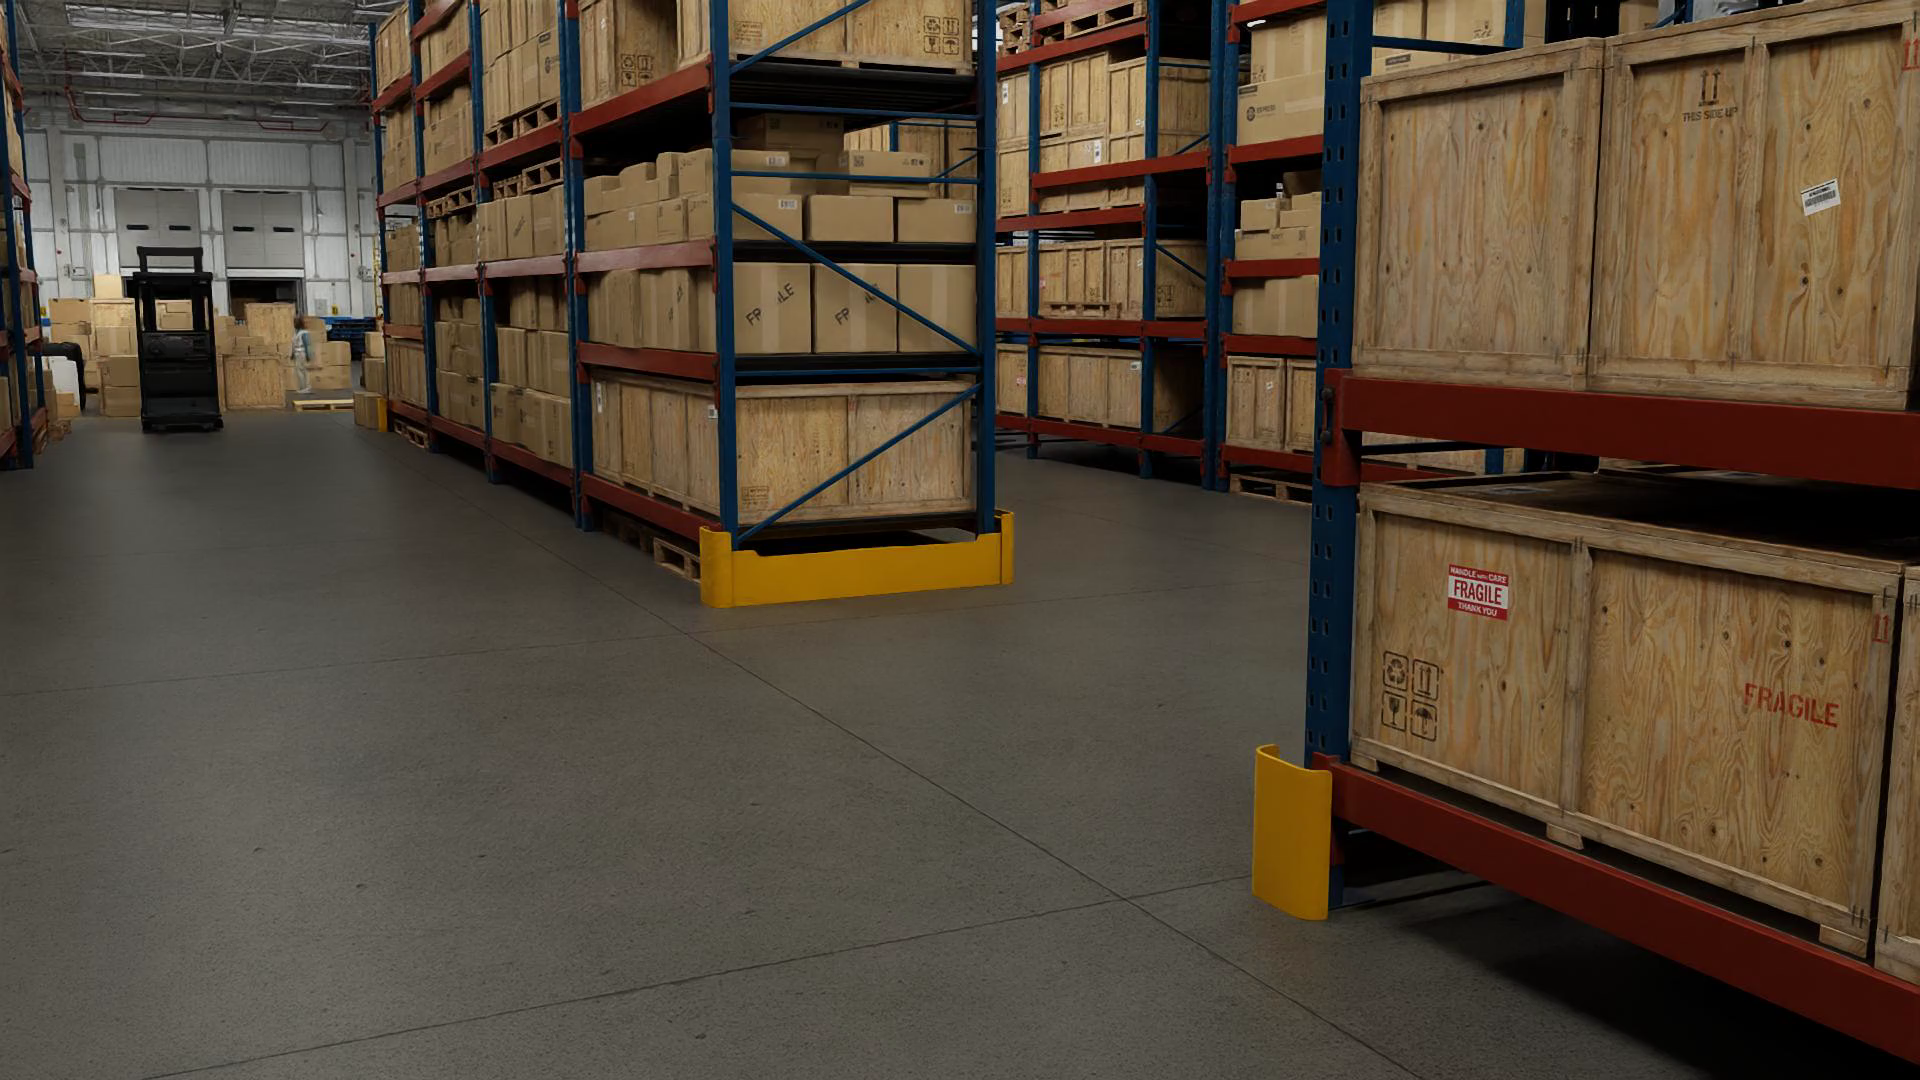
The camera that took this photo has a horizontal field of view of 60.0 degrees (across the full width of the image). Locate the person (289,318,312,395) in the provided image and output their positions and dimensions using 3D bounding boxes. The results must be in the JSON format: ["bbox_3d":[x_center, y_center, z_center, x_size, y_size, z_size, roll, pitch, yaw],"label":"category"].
[{"bbox_3d":[-13.974,-3.868,35.092,0.573,1.620,0.521,-6,10,-36],"label":"person"}]

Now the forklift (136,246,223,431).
[{"bbox_3d":[-12.218,-3.164,25.904,1.129,2.768,1.873,-4,9,-26],"label":"forklift"}]

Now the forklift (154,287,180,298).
[{"bbox_3d":[-24.807,-6.941,51.950,1.129,2.768,1.873,-3,9,-22],"label":"forklift"}]

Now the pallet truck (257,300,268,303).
[{"bbox_3d":[-23.913,-7.404,58.171,1.885,1.965,0.823,-1,8,-9],"label":"pallet truck"}]
